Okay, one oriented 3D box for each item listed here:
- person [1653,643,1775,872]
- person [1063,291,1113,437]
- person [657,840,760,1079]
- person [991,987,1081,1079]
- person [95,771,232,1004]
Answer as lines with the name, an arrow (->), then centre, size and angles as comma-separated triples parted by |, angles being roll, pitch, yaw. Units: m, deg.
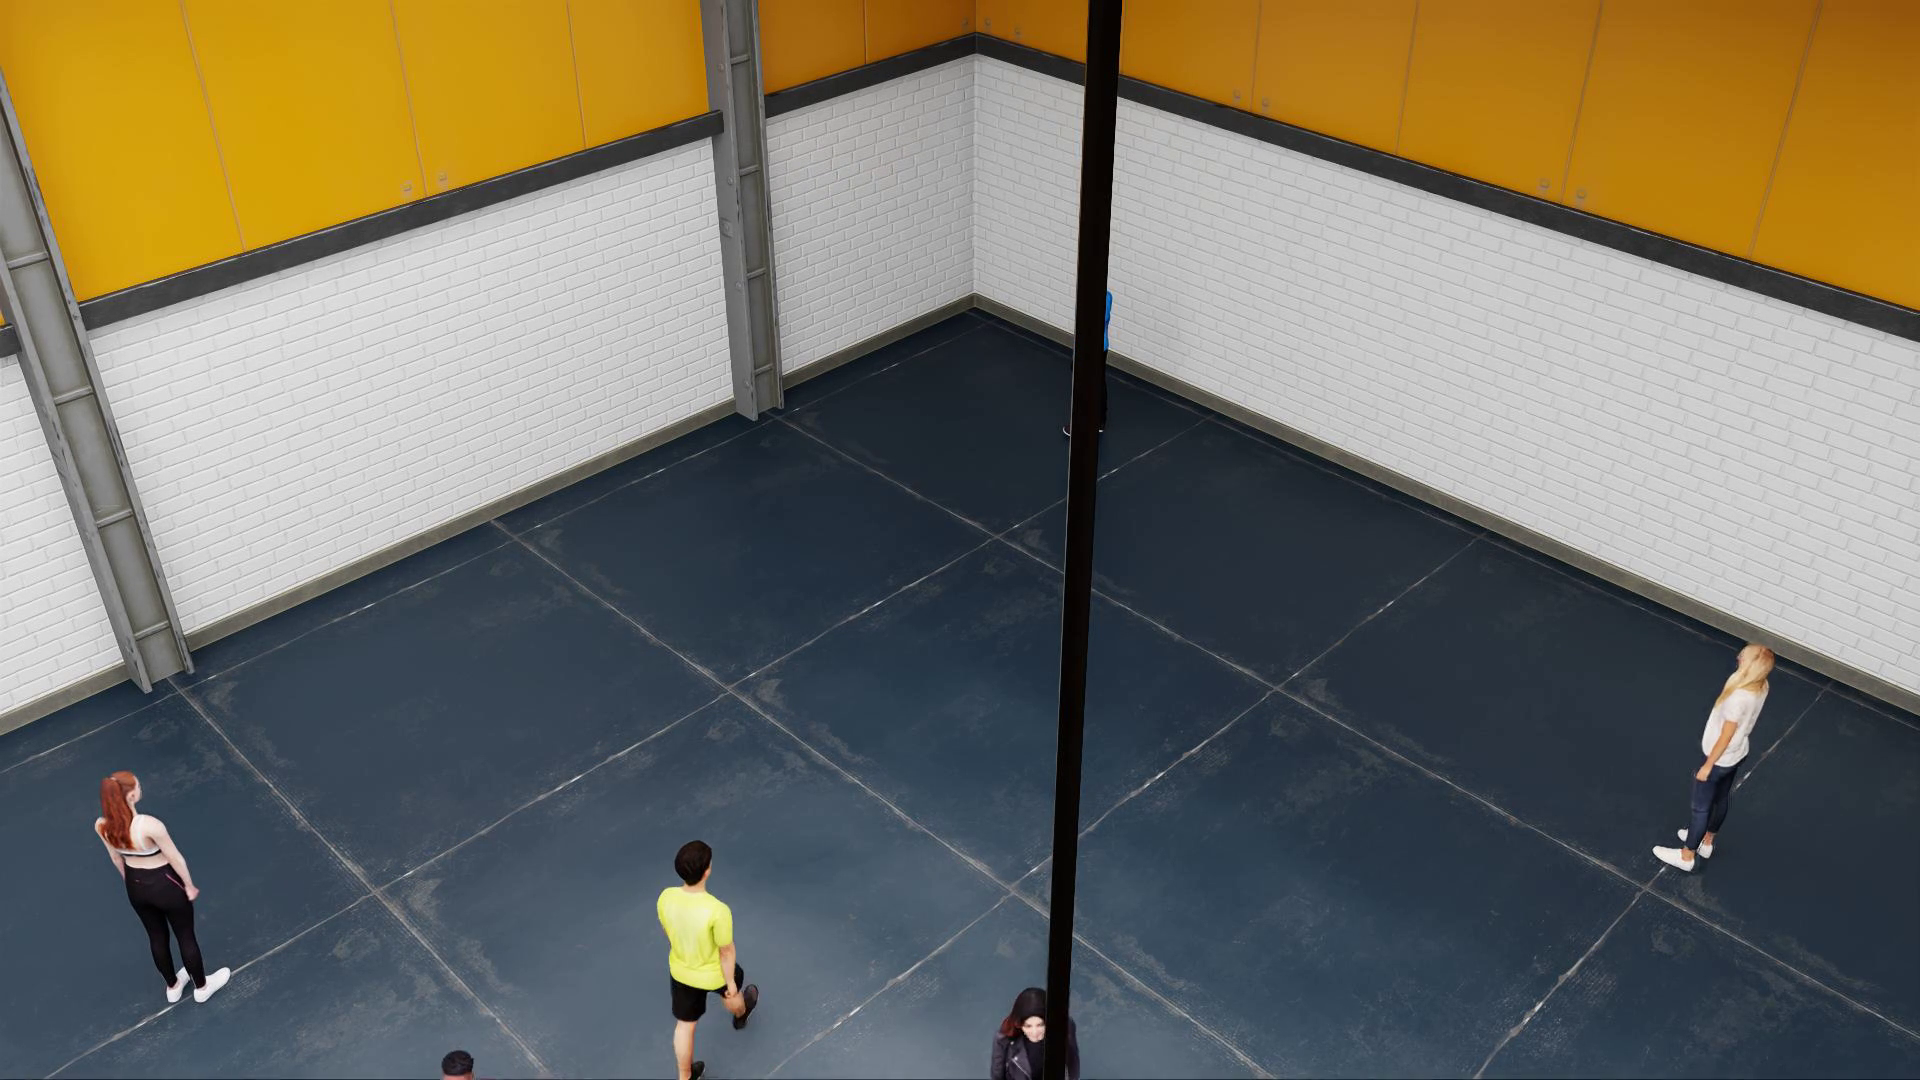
person -> 4.969, 1.405, 10.809 | 0.472, 1.810, 0.678 | -25, 41, -32
person -> 1.244, -1.779, 15.613 | 0.680, 1.794, 0.484 | 26, 42, 34
person -> -1.494, 2.454, 9.365 | 0.962, 1.662, 1.175 | 10, 35, 15
person -> 0.373, 2.856, 8.794 | 0.780, 1.624, 0.845 | -5, 34, -8
person -> -4.774, 2.069, 9.863 | 0.670, 1.752, 0.705 | 4, 34, 7
